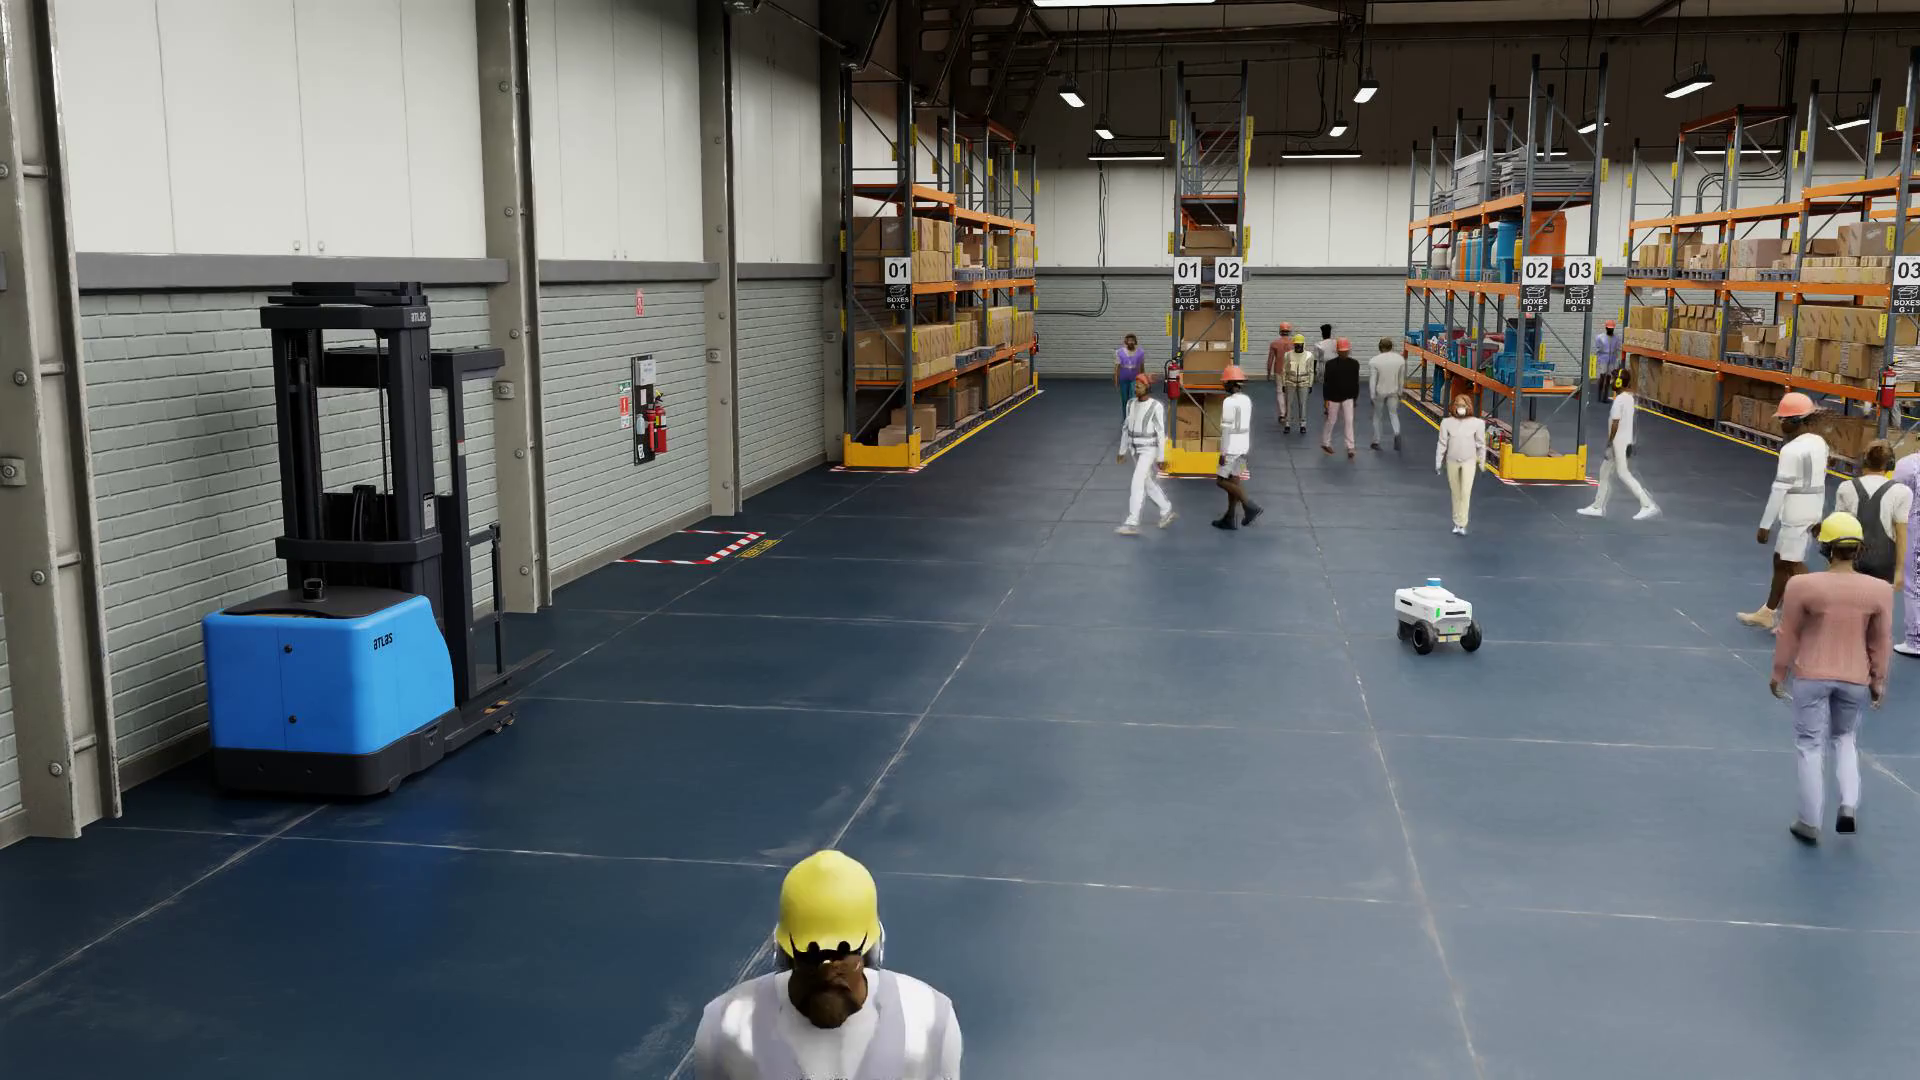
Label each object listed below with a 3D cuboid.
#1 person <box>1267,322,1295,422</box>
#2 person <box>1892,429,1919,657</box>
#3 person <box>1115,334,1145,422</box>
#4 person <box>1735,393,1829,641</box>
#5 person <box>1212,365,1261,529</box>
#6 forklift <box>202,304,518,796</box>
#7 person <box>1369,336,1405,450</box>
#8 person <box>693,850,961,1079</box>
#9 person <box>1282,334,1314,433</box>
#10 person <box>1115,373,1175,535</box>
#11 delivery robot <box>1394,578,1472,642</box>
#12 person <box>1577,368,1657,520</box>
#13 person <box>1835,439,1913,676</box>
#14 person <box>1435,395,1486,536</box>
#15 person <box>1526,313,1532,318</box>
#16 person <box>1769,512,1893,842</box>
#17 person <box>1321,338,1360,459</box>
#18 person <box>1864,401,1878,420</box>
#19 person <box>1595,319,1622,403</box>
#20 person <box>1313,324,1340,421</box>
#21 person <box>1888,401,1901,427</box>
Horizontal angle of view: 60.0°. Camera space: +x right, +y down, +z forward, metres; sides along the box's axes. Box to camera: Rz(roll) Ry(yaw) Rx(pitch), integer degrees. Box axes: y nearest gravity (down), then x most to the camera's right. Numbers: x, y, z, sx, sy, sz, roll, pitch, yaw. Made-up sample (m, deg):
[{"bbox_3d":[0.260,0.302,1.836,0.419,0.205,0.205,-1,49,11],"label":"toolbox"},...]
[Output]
[{"bbox_3d":[6.502,-3.395,33.529,0.638,1.958,0.919,0,9,1],"label":"person"},{"bbox_3d":[7.524,-0.031,13.009,0.655,1.891,0.466,-1,9,-4],"label":"person"},{"bbox_3d":[3.230,-3.006,31.639,0.578,1.797,0.938,1,9,6],"label":"person"},{"bbox_3d":[6.683,-0.194,13.600,0.641,2.021,0.777,-8,12,-42],"label":"person"},{"bbox_3d":[3.224,-1.065,19.311,0.579,1.919,0.554,7,11,36],"label":"person"},{"bbox_3d":[-3.673,-0.038,10.147,1.129,2.768,1.873,1,9,9],"label":"forklift"},{"bbox_3d":[7.187,-2.461,27.963,0.637,1.913,0.844,0,9,-3],"label":"person"},{"bbox_3d":[-0.278,1.535,3.543,0.604,1.829,0.404,-1,9,-8],"label":"person"},{"bbox_3d":[6.283,-2.913,30.967,0.587,1.833,0.404,2,9,11],"label":"person"},{"bbox_3d":[2.181,-1.020,19.275,0.929,1.850,0.578,-5,11,-30],"label":"person"},{"bbox_3d":[3.804,0.549,13.394,0.477,0.478,0.707,-2,9,-14],"label":"delivery robot"},{"bbox_3d":[8.085,-1.177,20.275,0.941,1.836,0.530,6,11,35],"label":"person"},{"bbox_3d":[6.623,0.157,12.151,0.523,1.804,0.951,8,12,41],"label":"person"},{"bbox_3d":[5.654,-0.836,18.856,0.528,1.595,0.801,5,10,27],"label":"person"},{"bbox_3d":[13.695,-4.489,40.219,0.615,1.987,0.406,-5,11,-30],"label":"person"},{"bbox_3d":[4.591,0.726,8.792,0.530,1.754,0.388,1,9,9],"label":"person"},{"bbox_3d":[6.158,-2.300,26.900,0.663,1.932,1.053,-1,9,-6],"label":"person"},{"bbox_3d":[17.563,-3.054,31.848,0.674,1.832,0.494,8,12,42],"label":"person"},{"bbox_3d":[14.730,-4.060,37.779,0.560,1.912,0.576,0,9,3],"label":"person"},{"bbox_3d":[7.402,-3.396,33.660,0.626,1.918,0.930,-1,9,-8],"label":"person"},{"bbox_3d":[16.297,-2.645,29.027,0.366,1.926,0.592,4,10,23],"label":"person"}]
